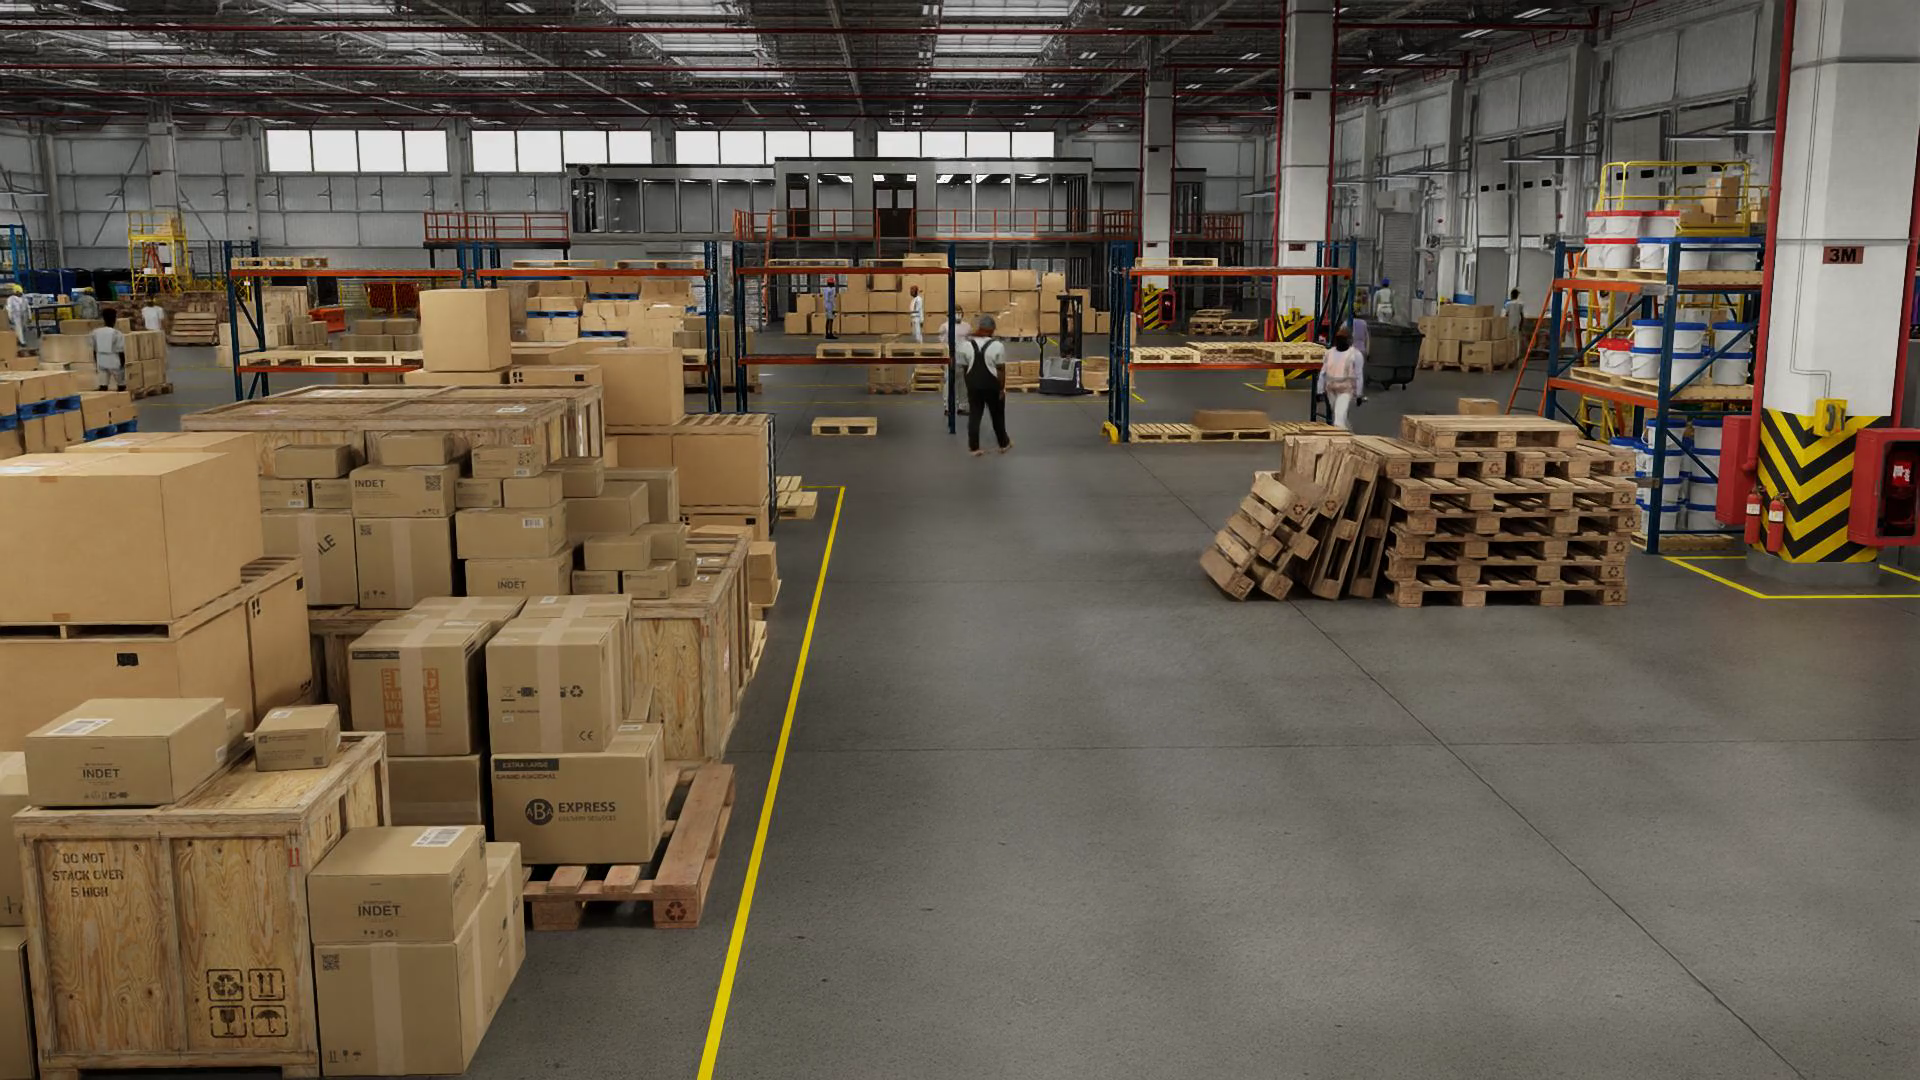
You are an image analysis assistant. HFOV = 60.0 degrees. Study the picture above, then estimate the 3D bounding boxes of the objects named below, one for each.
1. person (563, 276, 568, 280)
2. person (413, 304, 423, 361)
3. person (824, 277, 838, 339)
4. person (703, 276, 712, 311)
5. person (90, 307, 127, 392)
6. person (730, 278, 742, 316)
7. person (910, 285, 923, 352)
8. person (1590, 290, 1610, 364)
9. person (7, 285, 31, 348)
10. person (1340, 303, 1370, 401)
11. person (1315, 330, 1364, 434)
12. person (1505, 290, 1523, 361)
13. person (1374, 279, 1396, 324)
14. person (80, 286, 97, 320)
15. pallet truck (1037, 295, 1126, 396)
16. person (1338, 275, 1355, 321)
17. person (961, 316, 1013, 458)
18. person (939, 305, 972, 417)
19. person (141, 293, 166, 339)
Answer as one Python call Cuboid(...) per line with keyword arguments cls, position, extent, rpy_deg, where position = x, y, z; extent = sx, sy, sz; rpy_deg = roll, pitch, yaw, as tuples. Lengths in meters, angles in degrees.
Cuboid(cls="person", position=(-14.434, -8.787, 60.706), extent=(0.598, 1.894, 0.863), rpy_deg=(3, 11, 18))
Cuboid(cls="person", position=(-9.836, -3.409, 30.763), extent=(0.671, 1.905, 0.625), rpy_deg=(-6, 12, -30))
Cuboid(cls="person", position=(-4.028, -7.227, 51.865), extent=(0.356, 1.937, 0.552), rpy_deg=(-5, 12, -28))
Cuboid(cls="person", position=(-9.290, -8.857, 61.107), extent=(0.355, 1.882, 0.576), rpy_deg=(-3, 11, -16))
Cuboid(cls="person", position=(-14.360, -2.946, 28.015), extent=(0.608, 1.943, 0.852), rpy_deg=(0, 10, 2))
Cuboid(cls="person", position=(-7.878, -8.390, 58.714), extent=(0.633, 1.802, 0.599), rpy_deg=(2, 10, 10))
Cuboid(cls="person", position=(-1.164, -5.841, 44.344), extent=(0.367, 1.876, 0.585), rpy_deg=(-4, 11, -23))
Cuboid(cls="person", position=(16.005, -5.381, 41.425), extent=(0.386, 1.992, 0.625), rpy_deg=(-2, 10, -9))
Cuboid(cls="person", position=(-27.082, -6.446, 47.870), extent=(0.740, 1.813, 0.605), rpy_deg=(8, 13, 36))
Cuboid(cls="person", position=(7.545, -3.591, 31.809), extent=(0.596, 1.872, 0.937), rpy_deg=(-6, 12, -30))
Cuboid(cls="person", position=(5.458, -2.115, 23.816), extent=(0.973, 1.798, 0.631), rpy_deg=(-9, 14, -42))
Cuboid(cls="person", position=(14.137, -5.484, 42.509), extent=(0.564, 1.815, 1.009), rpy_deg=(0, 10, -3))
Cuboid(cls="person", position=(12.900, -6.966, 50.473), extent=(0.630, 1.903, 0.936), rpy_deg=(4, 11, 19))
Cuboid(cls="person", position=(-26.260, -6.780, 50.053), extent=(0.492, 1.704, 0.833), rpy_deg=(1, 10, 5))
Cuboid(cls="pallet truck", position=(2.483, -3.881, 33.060), extent=(1.885, 1.965, 0.823), rpy_deg=(-7, 13, -36))
Cuboid(cls="person", position=(14.714, -9.217, 63.369), extent=(0.653, 1.787, 0.978), rpy_deg=(0, 10, -1))
Cuboid(cls="person", position=(0.407, -2.202, 23.589), extent=(0.702, 2.000, 0.984), rpy_deg=(5, 11, 25))
Cuboid(cls="person", position=(-0.066, -3.123, 29.001), extent=(0.627, 1.940, 0.372), rpy_deg=(-5, 11, -26))
Cuboid(cls="person", position=(-18.703, -4.782, 38.487), extent=(0.519, 1.854, 0.433), rpy_deg=(1, 10, 5))
